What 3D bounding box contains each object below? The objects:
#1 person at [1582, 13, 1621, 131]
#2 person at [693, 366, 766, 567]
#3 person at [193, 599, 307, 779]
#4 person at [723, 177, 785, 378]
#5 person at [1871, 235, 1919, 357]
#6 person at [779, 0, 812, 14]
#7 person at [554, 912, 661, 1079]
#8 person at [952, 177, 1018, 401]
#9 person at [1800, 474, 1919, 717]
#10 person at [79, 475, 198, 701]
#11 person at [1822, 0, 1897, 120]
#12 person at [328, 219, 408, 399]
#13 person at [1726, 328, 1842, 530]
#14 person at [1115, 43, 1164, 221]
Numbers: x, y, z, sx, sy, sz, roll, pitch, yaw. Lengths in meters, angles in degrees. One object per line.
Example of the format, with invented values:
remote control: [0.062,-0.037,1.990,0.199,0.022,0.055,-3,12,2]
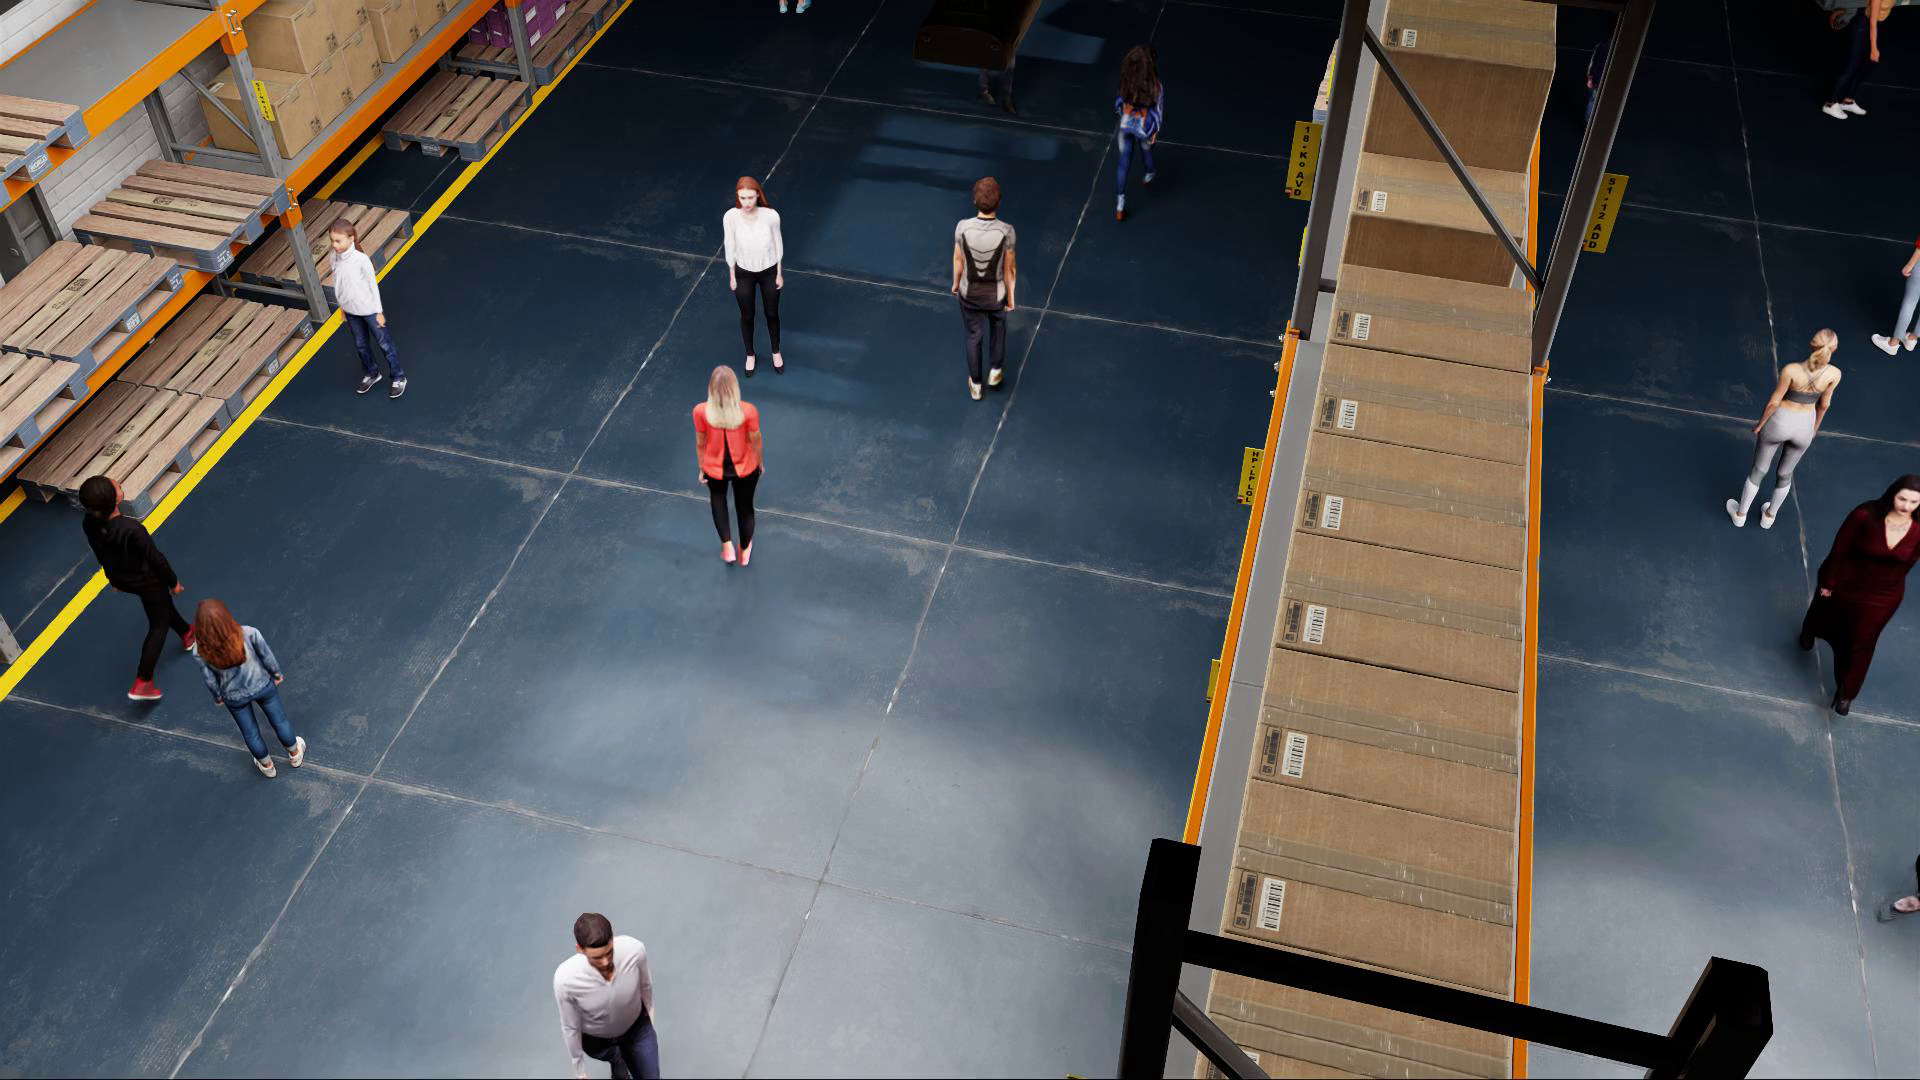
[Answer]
person: [6.146,-4.392,15.814,0.521,1.212,0.721,9,44,9]
person: [-1.564,-0.431,11.314,0.703,1.686,0.742,-2,44,-3]
person: [-4.322,0.893,10.075,0.634,1.477,0.687,-20,47,-20]
person: [-1.584,-2.051,12.961,0.663,1.760,0.633,-5,44,-6]
person: [7.720,-2.214,13.170,0.687,1.707,0.672,-9,44,-9]
person: [-1.840,-6.457,17.582,0.615,1.764,0.610,6,44,6]
person: [-1.759,2.355,8.291,1.128,1.821,1.273,-16,46,-16]
person: [0.180,-1.842,12.656,0.722,1.877,0.718,1,44,1]
person: [5.739,0.202,10.633,0.741,1.707,1.169,14,45,14]
person: [-5.242,0.313,10.563,0.608,1.643,1.063,12,45,12]
person: [8.662,-4.854,16.003,0.707,1.621,0.776,-34,53,-30]
person: [-4.611,-1.809,12.852,0.531,1.558,0.517,9,44,10]
person: [5.805,-0.773,11.660,0.569,1.702,0.546,8,44,9]
person: [1.529,-3.586,14.705,0.670,1.577,1.029,14,45,15]
